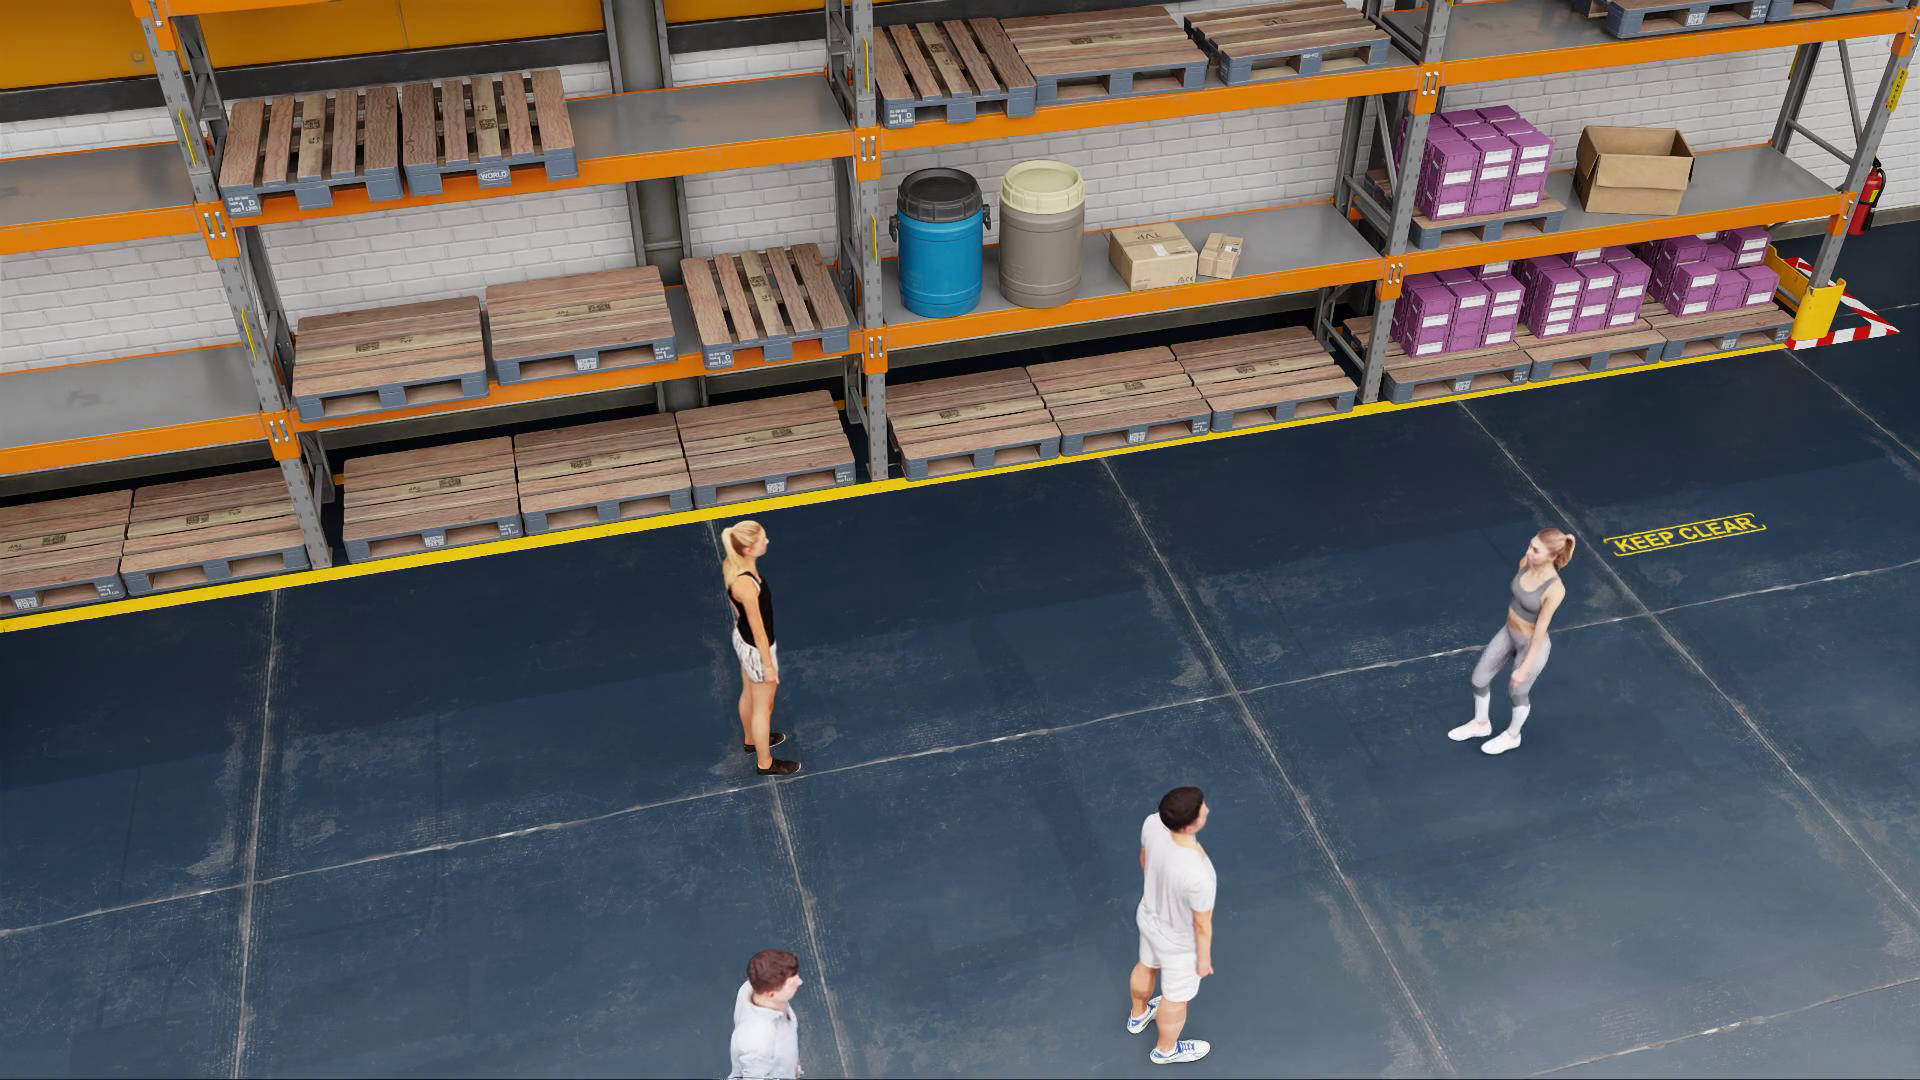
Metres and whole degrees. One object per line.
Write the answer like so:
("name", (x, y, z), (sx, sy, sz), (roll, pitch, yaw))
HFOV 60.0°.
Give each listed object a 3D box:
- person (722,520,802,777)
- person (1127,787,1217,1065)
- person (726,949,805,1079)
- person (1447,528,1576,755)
("person", (-1.195, 0.604, 9.641), (0.559, 1.845, 0.646), (-15, 41, -18))
("person", (1.025, 1.858, 8.064), (0.638, 1.855, 0.730), (-18, 42, -21))
("person", (-0.916, 2.455, 7.346), (0.797, 1.817, 0.763), (-3, 39, -3))
("person", (3.374, 0.608, 9.761), (0.647, 1.690, 0.585), (-13, 40, -15))
